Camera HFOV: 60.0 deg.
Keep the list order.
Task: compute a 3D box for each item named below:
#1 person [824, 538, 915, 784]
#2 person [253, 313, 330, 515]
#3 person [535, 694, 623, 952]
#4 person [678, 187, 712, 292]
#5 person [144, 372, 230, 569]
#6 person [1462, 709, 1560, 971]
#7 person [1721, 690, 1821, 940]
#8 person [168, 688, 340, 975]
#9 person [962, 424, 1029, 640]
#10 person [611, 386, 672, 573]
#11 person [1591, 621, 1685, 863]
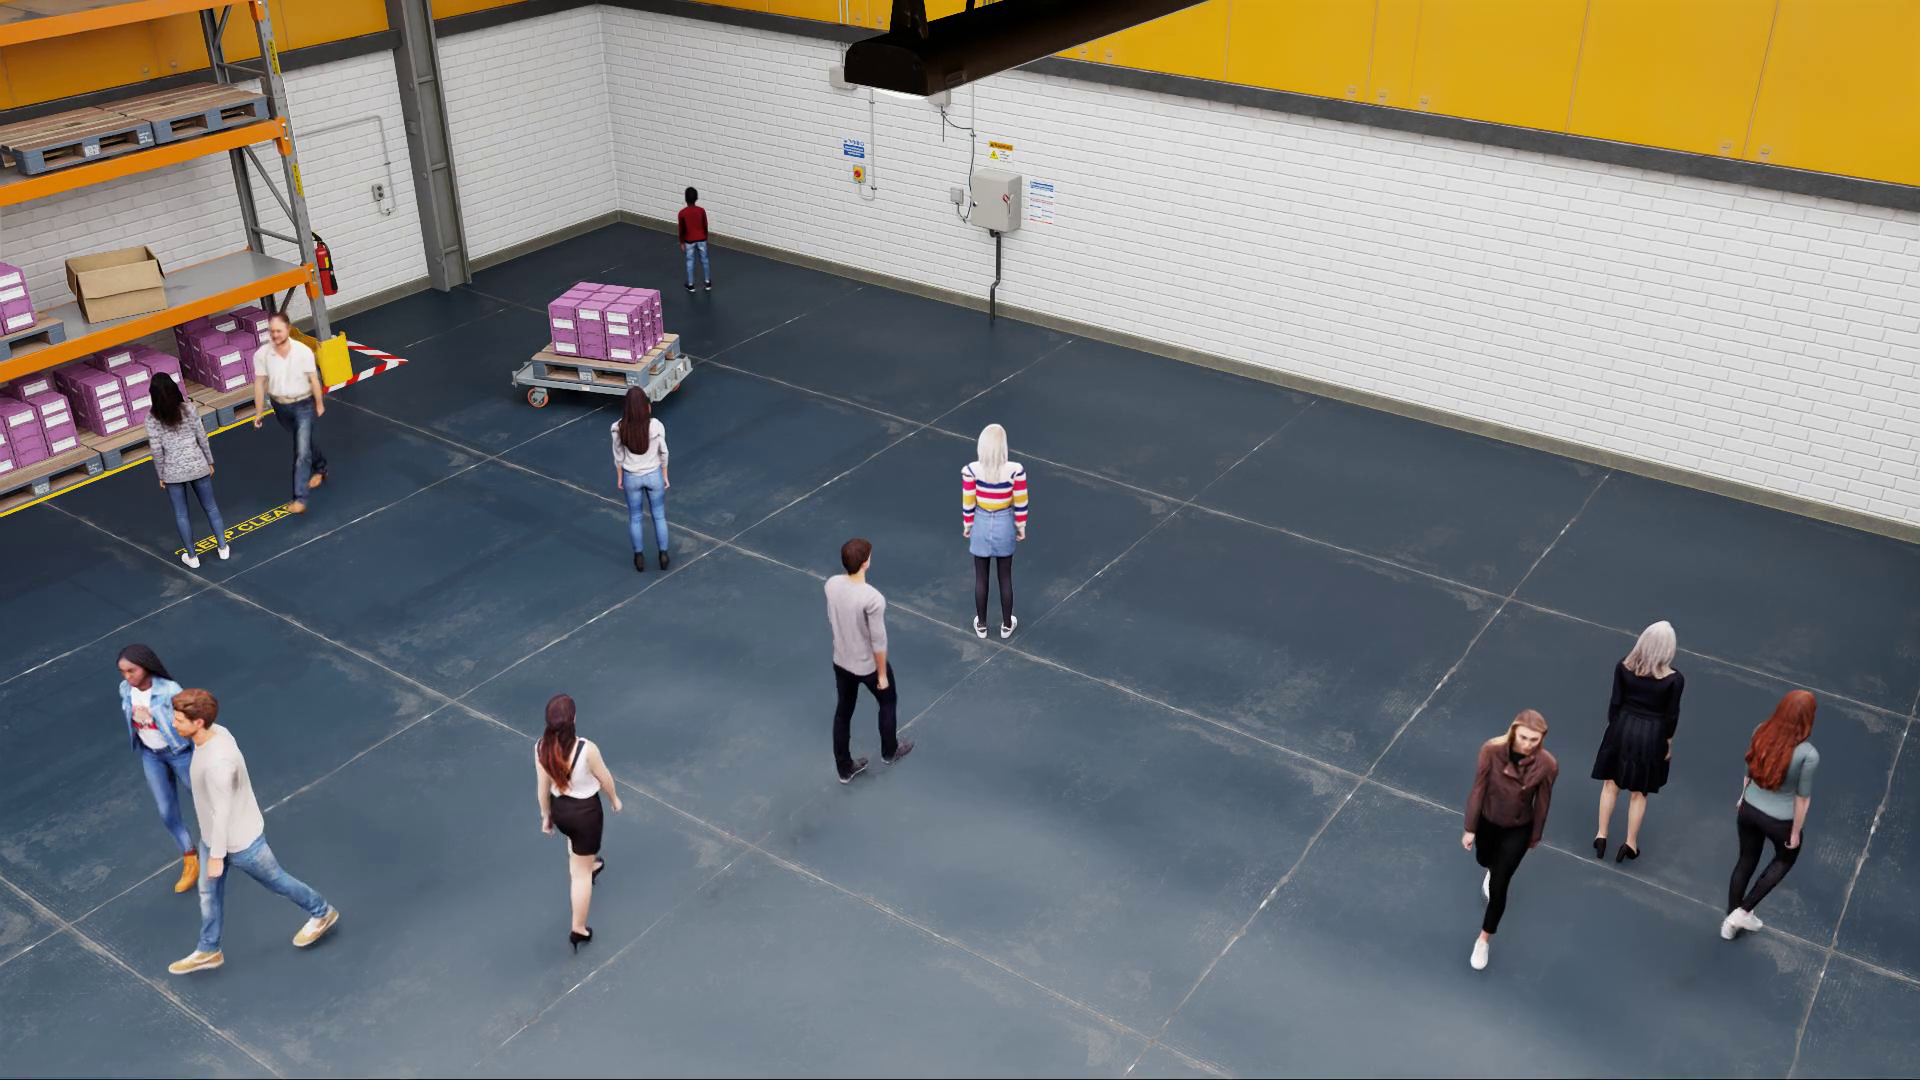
[{"bbox_3d":[-0.735,0.853,11.139,0.676,1.827,0.819,19,34,31],"label":"person"},{"bbox_3d":[-5.950,-1.212,14.957,1.139,1.795,1.353,2,29,3],"label":"person"},{"bbox_3d":[-2.285,1.700,9.807,0.855,1.616,1.078,5,29,9],"label":"person"},{"bbox_3d":[-3.174,-3.604,19.907,0.557,1.254,0.642,-11,31,-19],"label":"person"},{"bbox_3d":[-6.481,-0.595,13.892,0.571,1.733,0.729,-19,34,-31],"label":"person"},{"bbox_3d":[3.225,1.649,9.845,0.683,1.668,1.122,15,32,25],"label":"person"},{"bbox_3d":[4.693,1.663,9.753,0.718,1.731,0.696,-17,33,-28],"label":"person"},{"bbox_3d":[-4.100,1.670,9.607,1.277,1.860,0.932,-19,34,-30],"label":"person"},{"bbox_3d":[0.255,-0.072,12.853,0.718,1.808,0.704,2,29,3],"label":"person"},{"bbox_3d":[-2.635,-0.503,13.831,0.663,1.630,0.731,-6,29,-11],"label":"person"},{"bbox_3d":[4.255,1.268,10.461,0.583,1.747,0.544,19,34,30],"label":"person"}]
